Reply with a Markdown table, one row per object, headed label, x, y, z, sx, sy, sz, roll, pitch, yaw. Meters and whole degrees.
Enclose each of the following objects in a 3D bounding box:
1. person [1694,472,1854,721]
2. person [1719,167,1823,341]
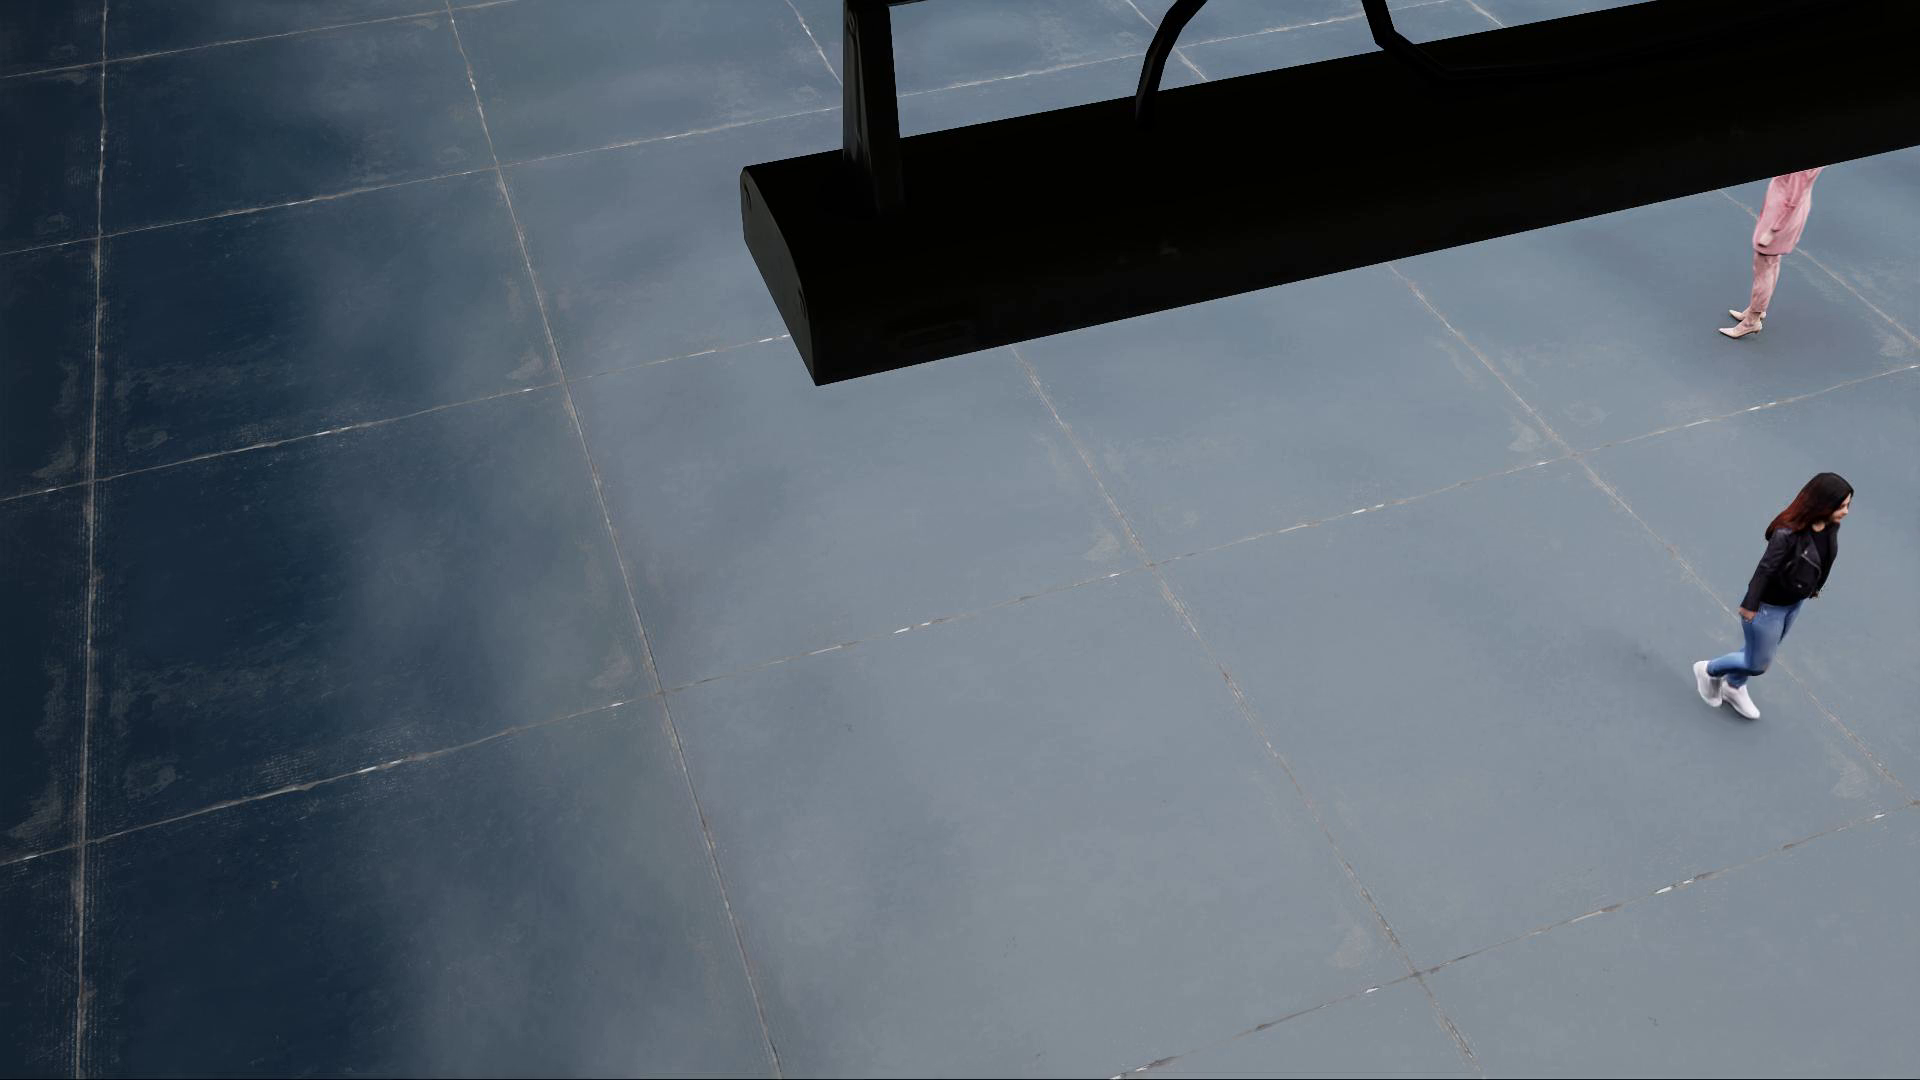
| label | x | y | z | sx | sy | sz | roll | pitch | yaw |
| --- | --- | --- | --- | --- | --- | --- | --- | --- | --- |
| person | 4.197 | 0.270 | 8.671 | 0.720 | 1.626 | 0.690 | -23 | 48 | -23 |
| person | 5.506 | -2.143 | 11.127 | 0.712 | 1.801 | 0.697 | 26 | 49 | 25 |
